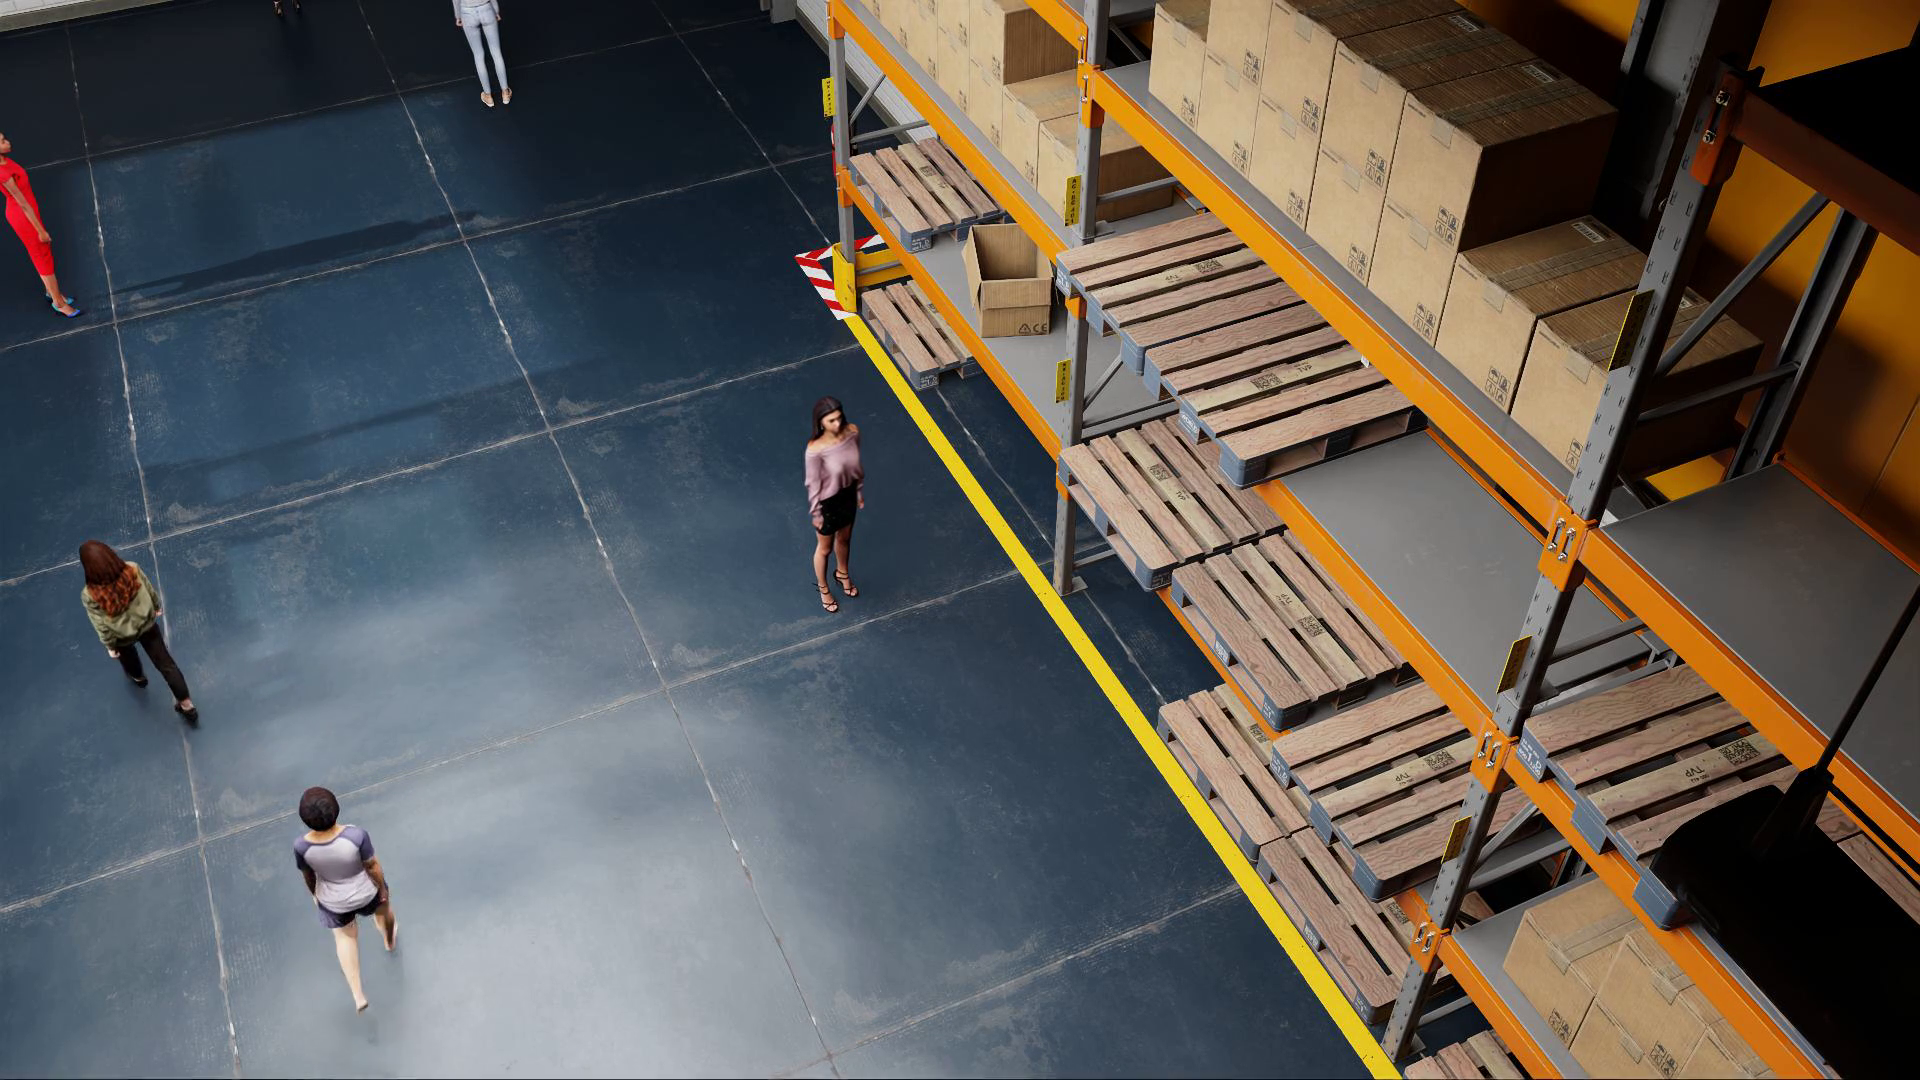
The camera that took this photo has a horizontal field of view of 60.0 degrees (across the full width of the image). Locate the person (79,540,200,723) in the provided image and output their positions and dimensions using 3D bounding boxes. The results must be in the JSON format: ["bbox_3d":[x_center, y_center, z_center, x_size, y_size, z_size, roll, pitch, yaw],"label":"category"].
[{"bbox_3d":[-5.239,0.602,10.620,1.099,1.439,0.870,30,51,28],"label":"person"}]

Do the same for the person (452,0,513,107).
[{"bbox_3d":[-4.755,-5.156,16.405,0.594,1.795,0.504,-15,46,-16],"label":"person"}]

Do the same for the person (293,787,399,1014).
[{"bbox_3d":[-3.348,1.967,9.112,0.670,1.542,0.976,-10,44,-10],"label":"person"}]

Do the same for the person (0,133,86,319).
[{"bbox_3d":[-7.730,-2.627,13.788,0.658,1.744,0.486,-26,49,-24],"label":"person"}]

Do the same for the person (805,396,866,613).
[{"bbox_3d":[-0.849,-0.247,11.241,0.670,1.810,0.625,-32,52,-29],"label":"person"}]
